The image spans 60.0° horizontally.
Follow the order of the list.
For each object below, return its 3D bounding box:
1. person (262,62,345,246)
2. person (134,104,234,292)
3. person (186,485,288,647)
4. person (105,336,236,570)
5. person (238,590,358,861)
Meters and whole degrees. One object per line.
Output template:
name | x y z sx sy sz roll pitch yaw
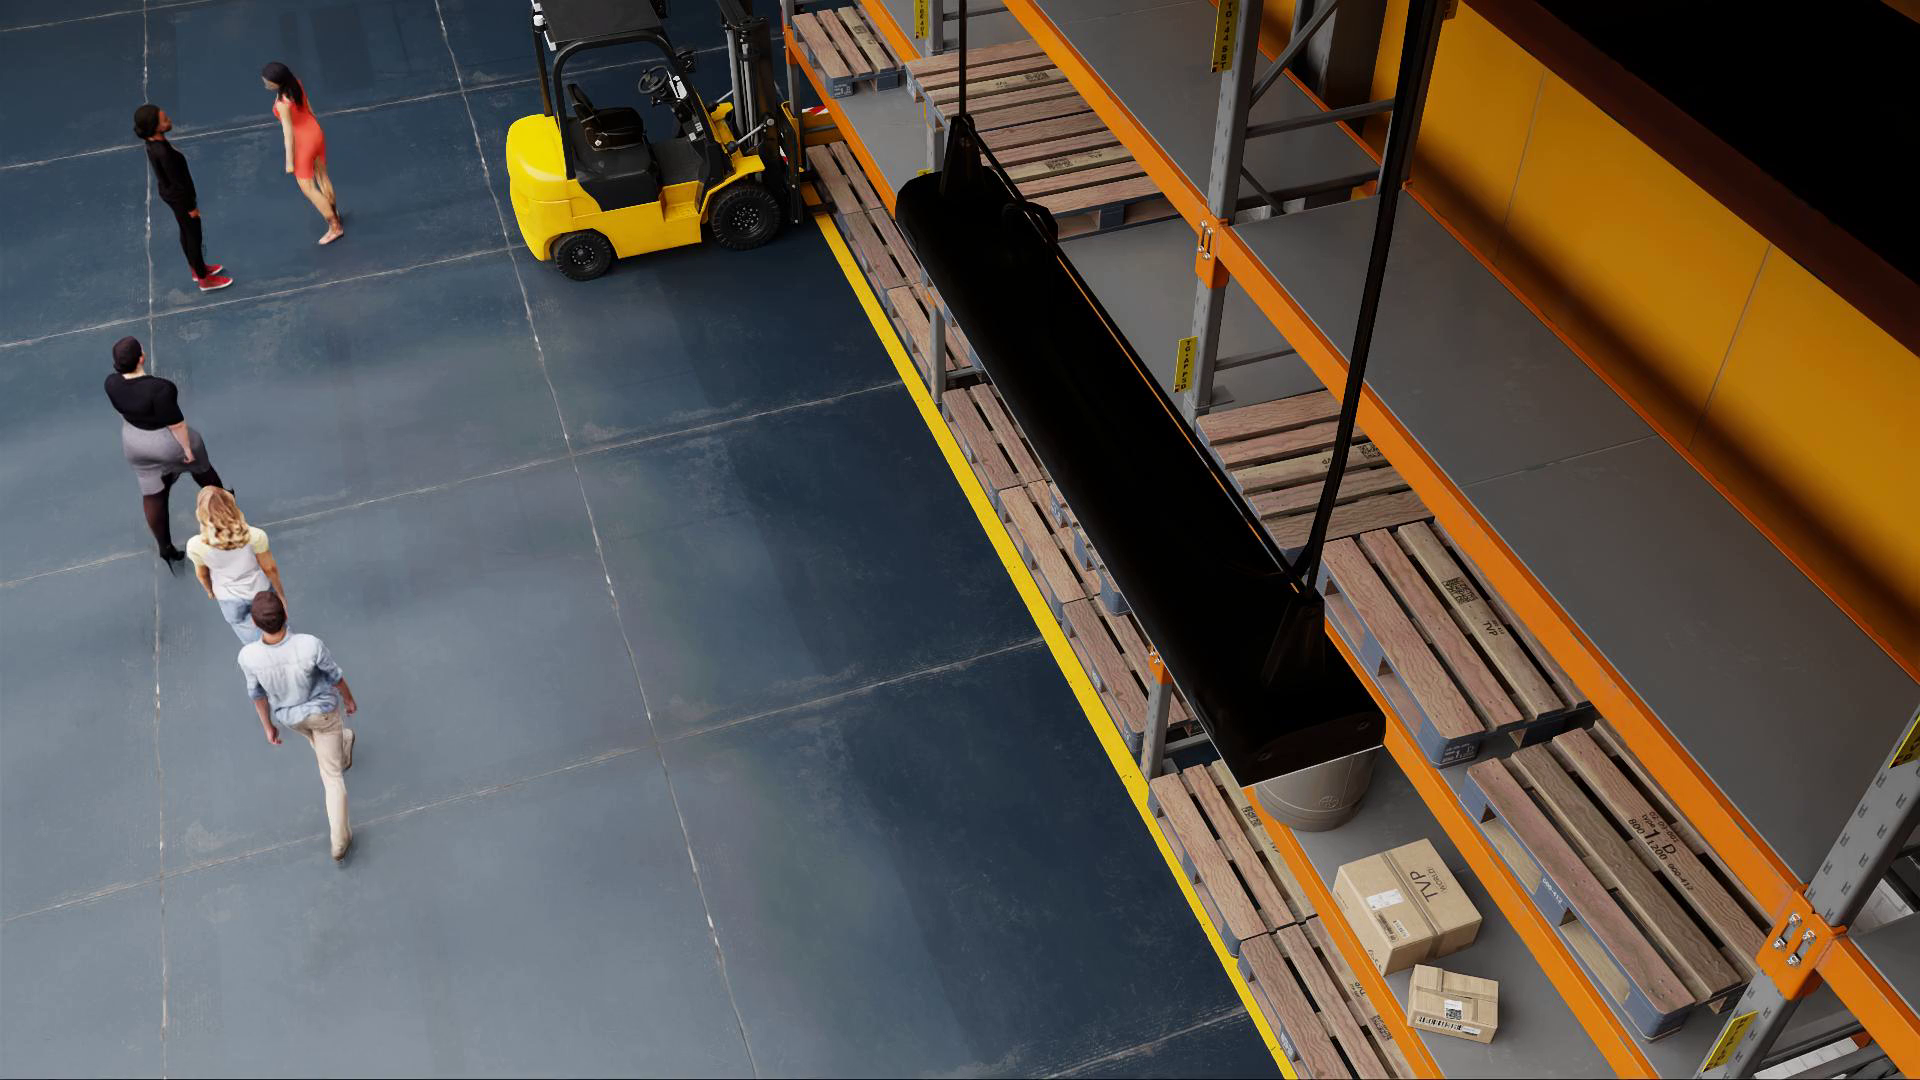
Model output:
person | -5.632 -3.430 14.393 0.868 1.690 0.691 15 46 15
person | -6.480 -2.840 13.785 0.711 1.674 0.547 -28 50 -26
person | -4.425 0.427 10.361 0.703 1.666 1.146 -19 47 -19
person | -5.502 -0.569 11.370 0.970 1.717 1.188 4 44 5
person | -3.758 1.077 9.581 0.840 1.800 1.294 -6 44 -6
